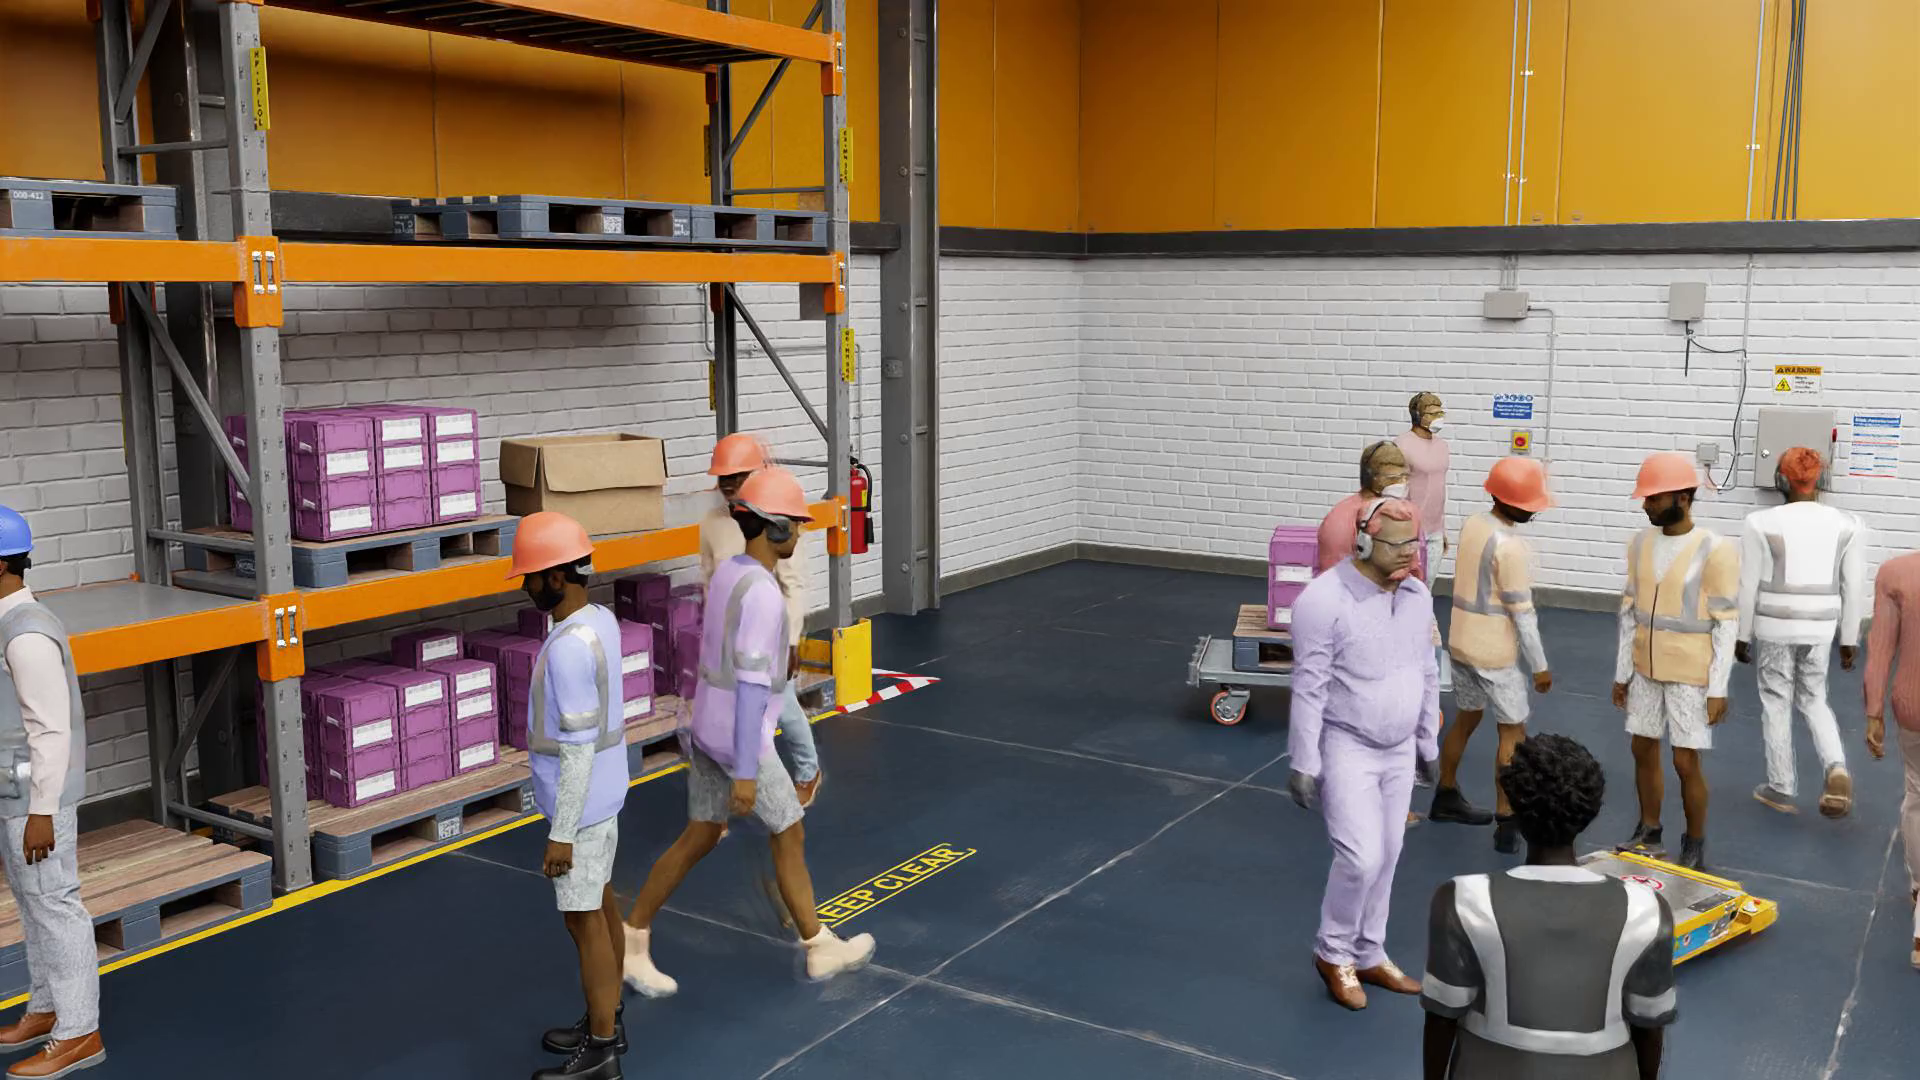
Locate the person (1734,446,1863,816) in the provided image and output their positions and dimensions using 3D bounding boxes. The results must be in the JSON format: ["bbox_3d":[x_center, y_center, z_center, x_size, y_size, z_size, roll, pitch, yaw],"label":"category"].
[{"bbox_3d":[4.168,0.473,8.225,0.573,1.865,0.607,0,9,2],"label":"person"}]

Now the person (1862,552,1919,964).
[{"bbox_3d":[3.994,0.677,6.675,0.629,1.941,1.045,8,12,44],"label":"person"}]

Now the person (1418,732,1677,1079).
[{"bbox_3d":[1.270,1.260,3.656,0.545,1.689,0.321,1,9,7],"label":"person"}]

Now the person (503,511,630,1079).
[{"bbox_3d":[-1.286,0.861,5.490,0.373,1.928,0.543,-1,9,-3],"label":"person"}]

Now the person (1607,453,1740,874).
[{"bbox_3d":[3.146,0.580,7.368,0.397,1.915,0.583,-4,10,-25],"label":"person"}]

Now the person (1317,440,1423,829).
[{"bbox_3d":[1.985,0.473,8.039,0.633,1.928,0.386,-6,10,-33],"label":"person"}]

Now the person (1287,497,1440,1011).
[{"bbox_3d":[1.514,0.779,6.121,0.693,1.894,0.412,-6,10,-33],"label":"person"}]

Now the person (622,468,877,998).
[{"bbox_3d":[-0.859,0.733,6.179,1.062,1.987,0.662,-4,10,-25],"label":"person"}]

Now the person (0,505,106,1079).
[{"bbox_3d":[-3.142,0.837,5.573,0.406,1.946,0.608,-7,11,-38],"label":"person"}]

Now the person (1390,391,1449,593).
[{"bbox_3d":[3.125,-0.042,11.322,0.632,1.940,0.372,-8,12,-44],"label":"person"}]

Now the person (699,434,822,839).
[{"bbox_3d":[-0.985,0.447,8.114,0.617,1.958,0.992,4,10,23],"label":"person"}]

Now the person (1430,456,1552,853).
[{"bbox_3d":[2.506,0.519,7.877,0.382,1.877,0.631,-2,9,-10],"label":"person"}]
